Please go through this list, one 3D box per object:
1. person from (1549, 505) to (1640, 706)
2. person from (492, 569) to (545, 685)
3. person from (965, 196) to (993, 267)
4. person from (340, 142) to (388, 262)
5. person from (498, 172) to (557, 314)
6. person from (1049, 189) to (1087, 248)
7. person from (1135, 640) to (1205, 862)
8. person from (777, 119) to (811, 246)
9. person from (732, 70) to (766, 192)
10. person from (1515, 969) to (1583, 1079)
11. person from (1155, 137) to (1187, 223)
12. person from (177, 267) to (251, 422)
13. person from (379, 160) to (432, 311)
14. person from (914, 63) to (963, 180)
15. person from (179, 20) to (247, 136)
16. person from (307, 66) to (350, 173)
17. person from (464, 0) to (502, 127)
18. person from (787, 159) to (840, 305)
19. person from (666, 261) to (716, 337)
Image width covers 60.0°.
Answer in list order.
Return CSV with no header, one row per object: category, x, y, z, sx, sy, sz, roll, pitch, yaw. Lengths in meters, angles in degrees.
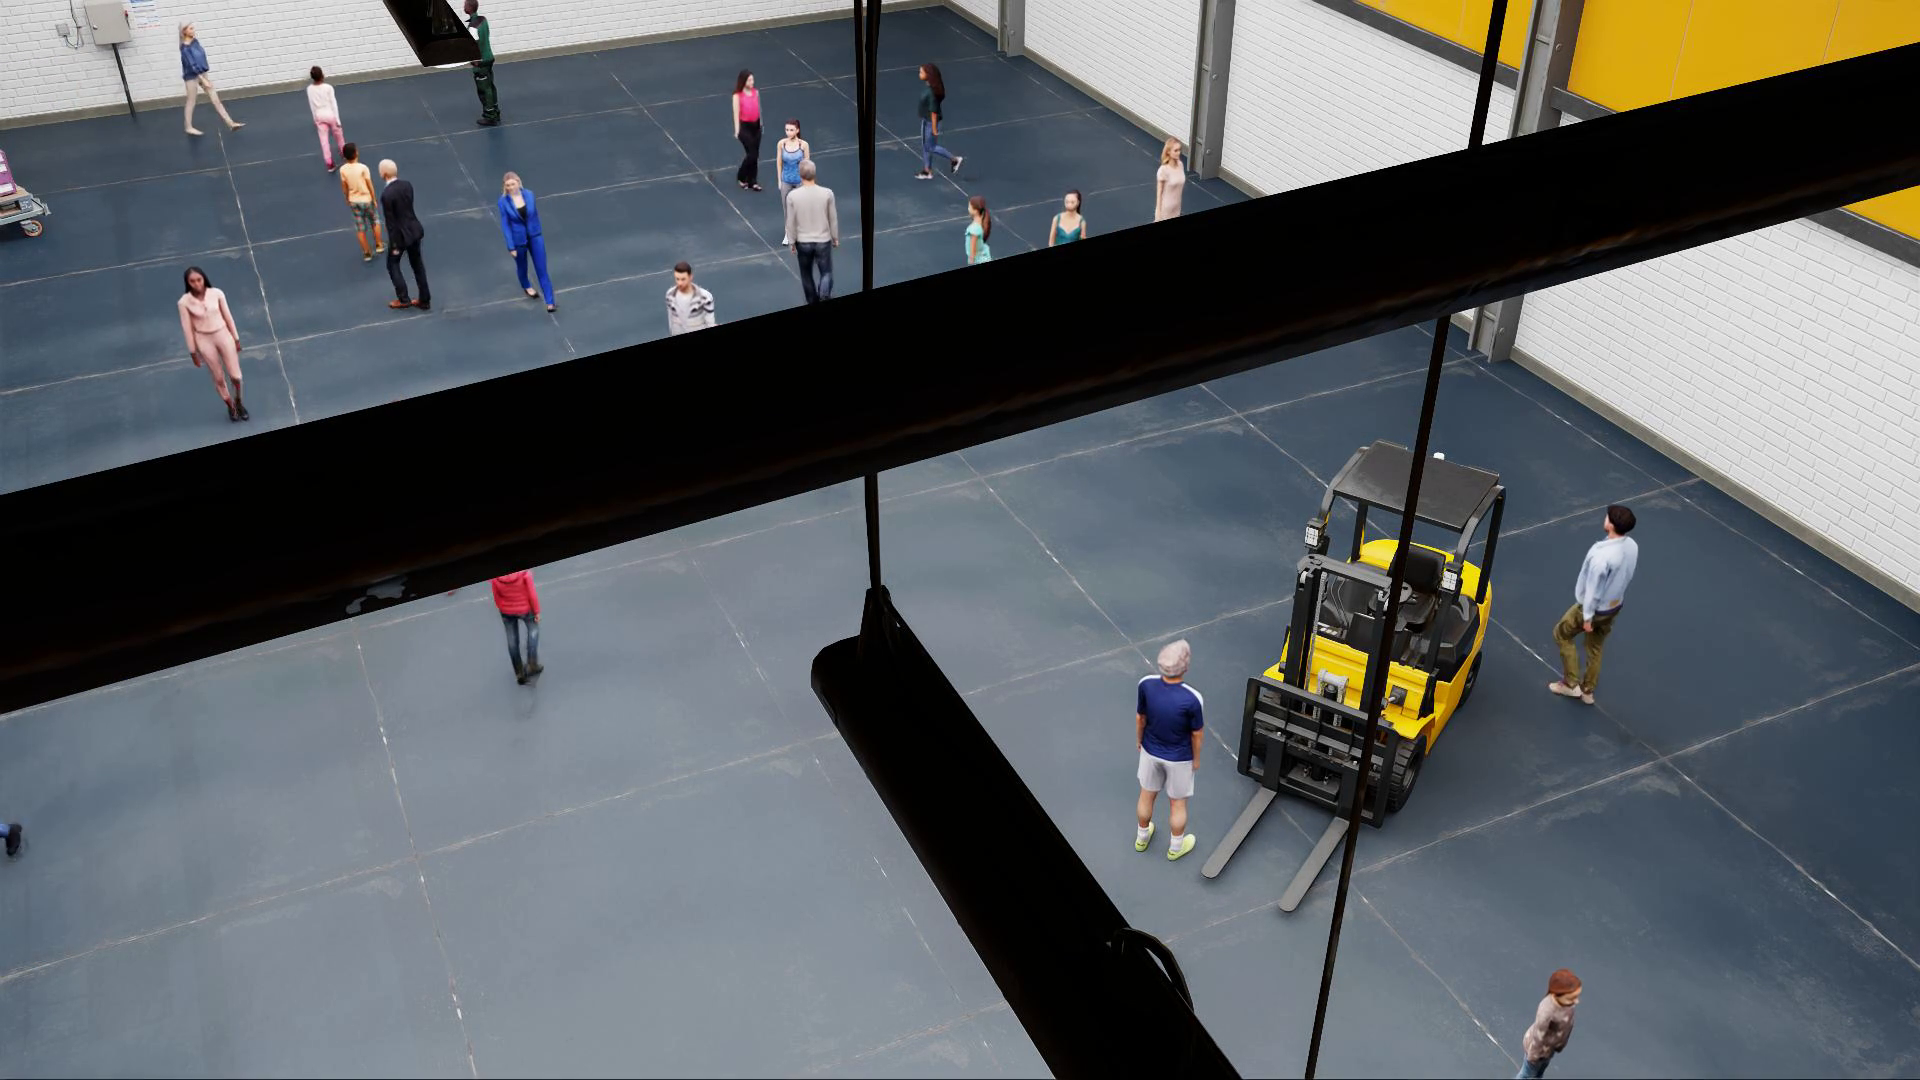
person,5.042,0.552,12.987,0.697,1.797,0.651,-18,38,-25
person,-3.567,0.604,13.352,0.616,1.306,0.634,-2,34,-3
person,0.275,-3.140,18.765,0.759,1.550,0.703,15,37,22
person,-7.328,-4.104,20.307,0.679,1.448,0.790,-3,34,-4
person,-5.049,-3.445,19.140,0.749,1.643,1.194,-21,39,-28
person,1.210,-3.137,18.677,0.991,1.642,1.059,11,35,15
person,1.449,1.462,11.580,0.696,1.839,0.782,16,37,22
person,-2.060,-4.459,20.695,0.656,1.610,0.687,4,34,6
person,-2.862,-5.452,22.153,0.758,1.651,0.708,21,39,28
person,3.485,2.966,9.899,0.506,1.194,0.512,-23,40,-30
person,2.439,-3.859,19.593,0.621,1.831,0.595,-25,41,-32
person,-7.595,-2.008,16.920,0.675,1.707,0.650,-18,38,-25
person,-6.290,-3.462,19.037,0.886,1.786,0.834,16,37,23
person,-0.305,-5.642,22.486,0.843,1.597,0.910,-2,34,-2
person,-11.045,-6.594,23.873,1.043,1.649,1.130,3,34,5
person,-8.722,-5.774,22.848,0.806,1.417,1.056,-1,34,-2
person,-6.995,-6.997,24.307,0.840,1.839,0.713,2,34,3
person,-1.634,-3.323,18.733,0.954,1.890,1.151,-3,34,-5
person,-2.664,-1.985,16.779,1.025,1.826,1.121,8,34,12
